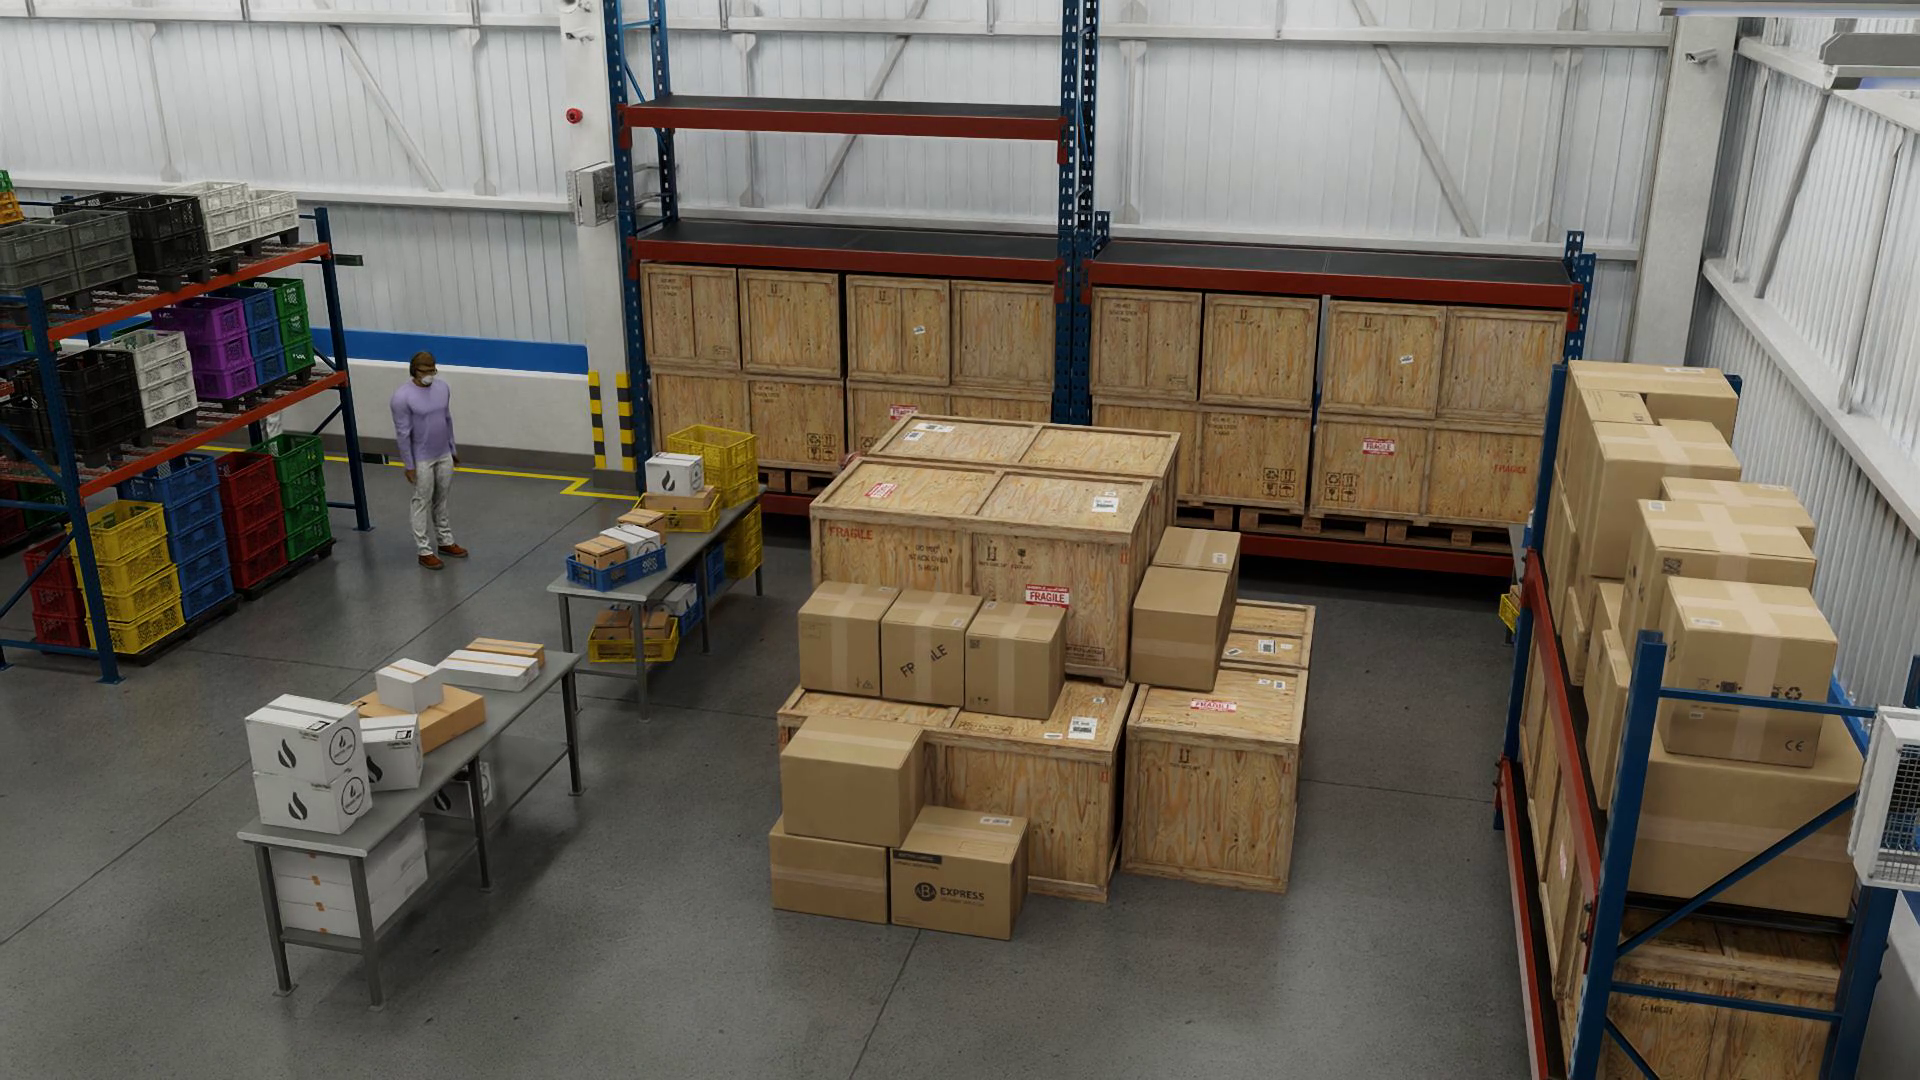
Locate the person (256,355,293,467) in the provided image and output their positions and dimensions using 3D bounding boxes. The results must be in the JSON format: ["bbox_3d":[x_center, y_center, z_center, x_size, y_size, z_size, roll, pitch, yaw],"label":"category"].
[{"bbox_3d":[-7.017,-1.556,16.838,0.578,1.883,0.353,17,27,37],"label":"person"}]

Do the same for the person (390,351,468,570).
[{"bbox_3d":[-4.645,-0.722,14.587,0.371,1.933,0.627,11,23,26],"label":"person"}]

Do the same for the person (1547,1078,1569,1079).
[{"bbox_3d":[2.000,2.663,5.859,0.429,1.839,0.633,-13,24,-30],"label":"person"}]

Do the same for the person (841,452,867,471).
[{"bbox_3d":[-0.756,0.258,12.089,0.664,1.895,0.399,-18,27,-39],"label":"person"}]
